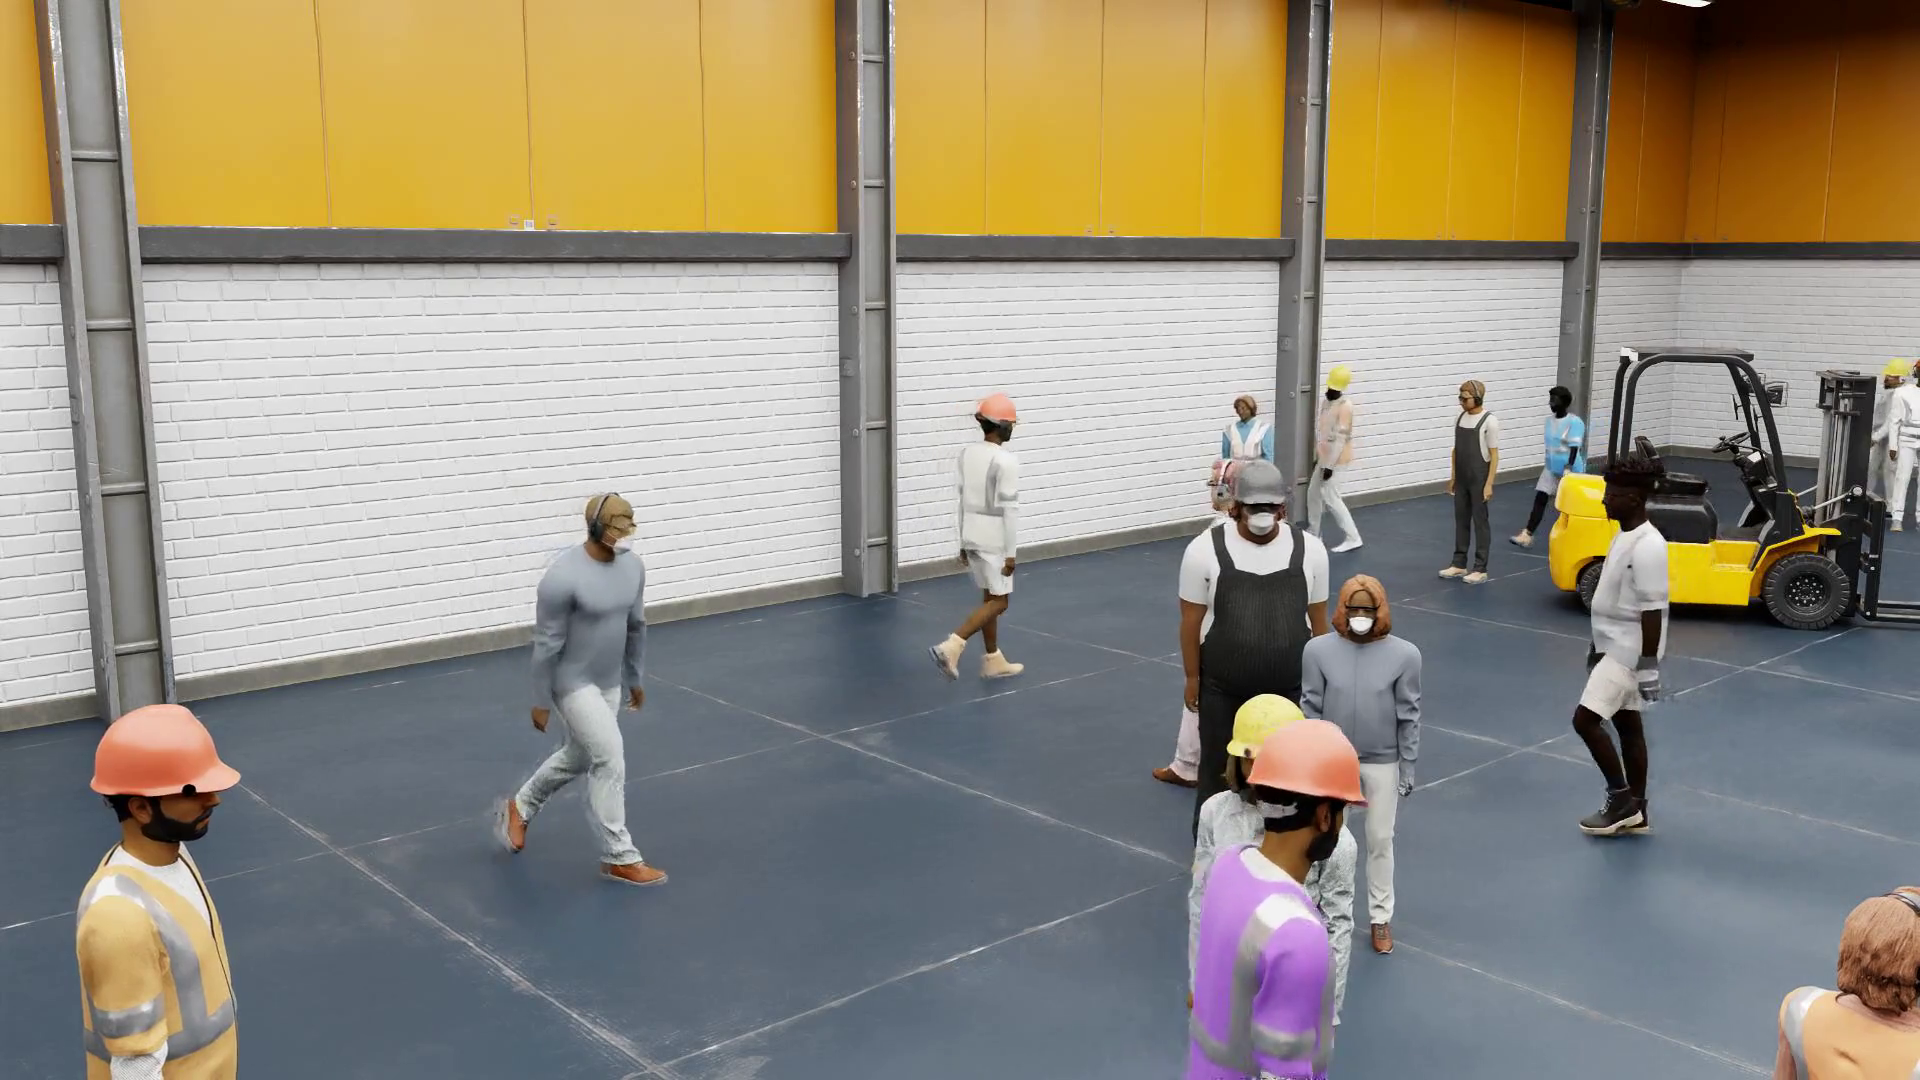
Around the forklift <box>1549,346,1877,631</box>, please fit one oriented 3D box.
[{"bbox_3d":[6.109,-0.478,13.691,2.313,2.155,1.214,3,10,16],"label":"forklift"}]

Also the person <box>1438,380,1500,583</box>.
[{"bbox_3d":[4.623,-0.528,15.029,0.350,1.836,0.505,-5,11,-27],"label":"person"}]

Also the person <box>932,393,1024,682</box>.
[{"bbox_3d":[0.133,0.008,11.384,0.737,2.022,0.610,-7,12,-36],"label":"person"}]

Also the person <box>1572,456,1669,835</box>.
[{"bbox_3d":[3.318,0.545,8.407,0.505,1.944,0.616,3,10,17],"label":"person"}]

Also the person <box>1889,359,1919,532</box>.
[{"bbox_3d":[10.224,-1.007,17.738,0.580,1.878,0.347,3,10,17],"label":"person"}]

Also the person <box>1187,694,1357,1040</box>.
[{"bbox_3d":[0.855,1.283,4.701,0.487,1.744,0.294,7,12,34],"label":"person"}]

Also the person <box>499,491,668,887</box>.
[{"bbox_3d":[-1.843,0.677,7.909,0.967,1.883,0.643,5,11,25],"label":"person"}]

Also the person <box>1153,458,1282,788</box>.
[{"bbox_3d":[1.502,0.482,9.007,0.645,1.874,0.909,-7,12,-36],"label":"person"}]

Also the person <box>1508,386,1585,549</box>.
[{"bbox_3d":[5.940,-0.700,16.570,0.874,1.649,0.552,-5,11,-25],"label":"person"}]

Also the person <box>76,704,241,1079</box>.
[{"bbox_3d":[-1.817,1.324,3.887,0.364,1.935,0.553,-3,10,-17],"label":"person"}]

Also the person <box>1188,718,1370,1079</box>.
[{"bbox_3d":[0.627,1.351,3.835,0.634,1.903,0.553,-2,10,-9],"label":"person"}]

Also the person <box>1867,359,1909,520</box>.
[{"bbox_3d":[10.321,-1.122,18.588,0.544,1.803,0.599,1,10,8],"label":"person"}]

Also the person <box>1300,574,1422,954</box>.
[{"bbox_3d":[1.684,0.942,7.047,0.502,1.626,0.282,3,10,17],"label":"person"}]

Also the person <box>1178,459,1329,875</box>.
[{"bbox_3d":[1.379,0.606,7.792,0.700,2.000,0.535,0,10,-1],"label":"person"}]

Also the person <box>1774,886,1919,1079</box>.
[{"bbox_3d":[1.934,1.533,3.534,0.310,1.642,0.514,-4,10,-22],"label":"person"}]

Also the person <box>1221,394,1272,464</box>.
[{"bbox_3d":[2.786,-0.608,16.111,0.516,1.618,0.687,4,11,23],"label":"person"}]

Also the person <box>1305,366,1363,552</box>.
[{"bbox_3d":[3.718,-0.818,16.646,0.562,1.874,0.643,-1,10,-7],"label":"person"}]
